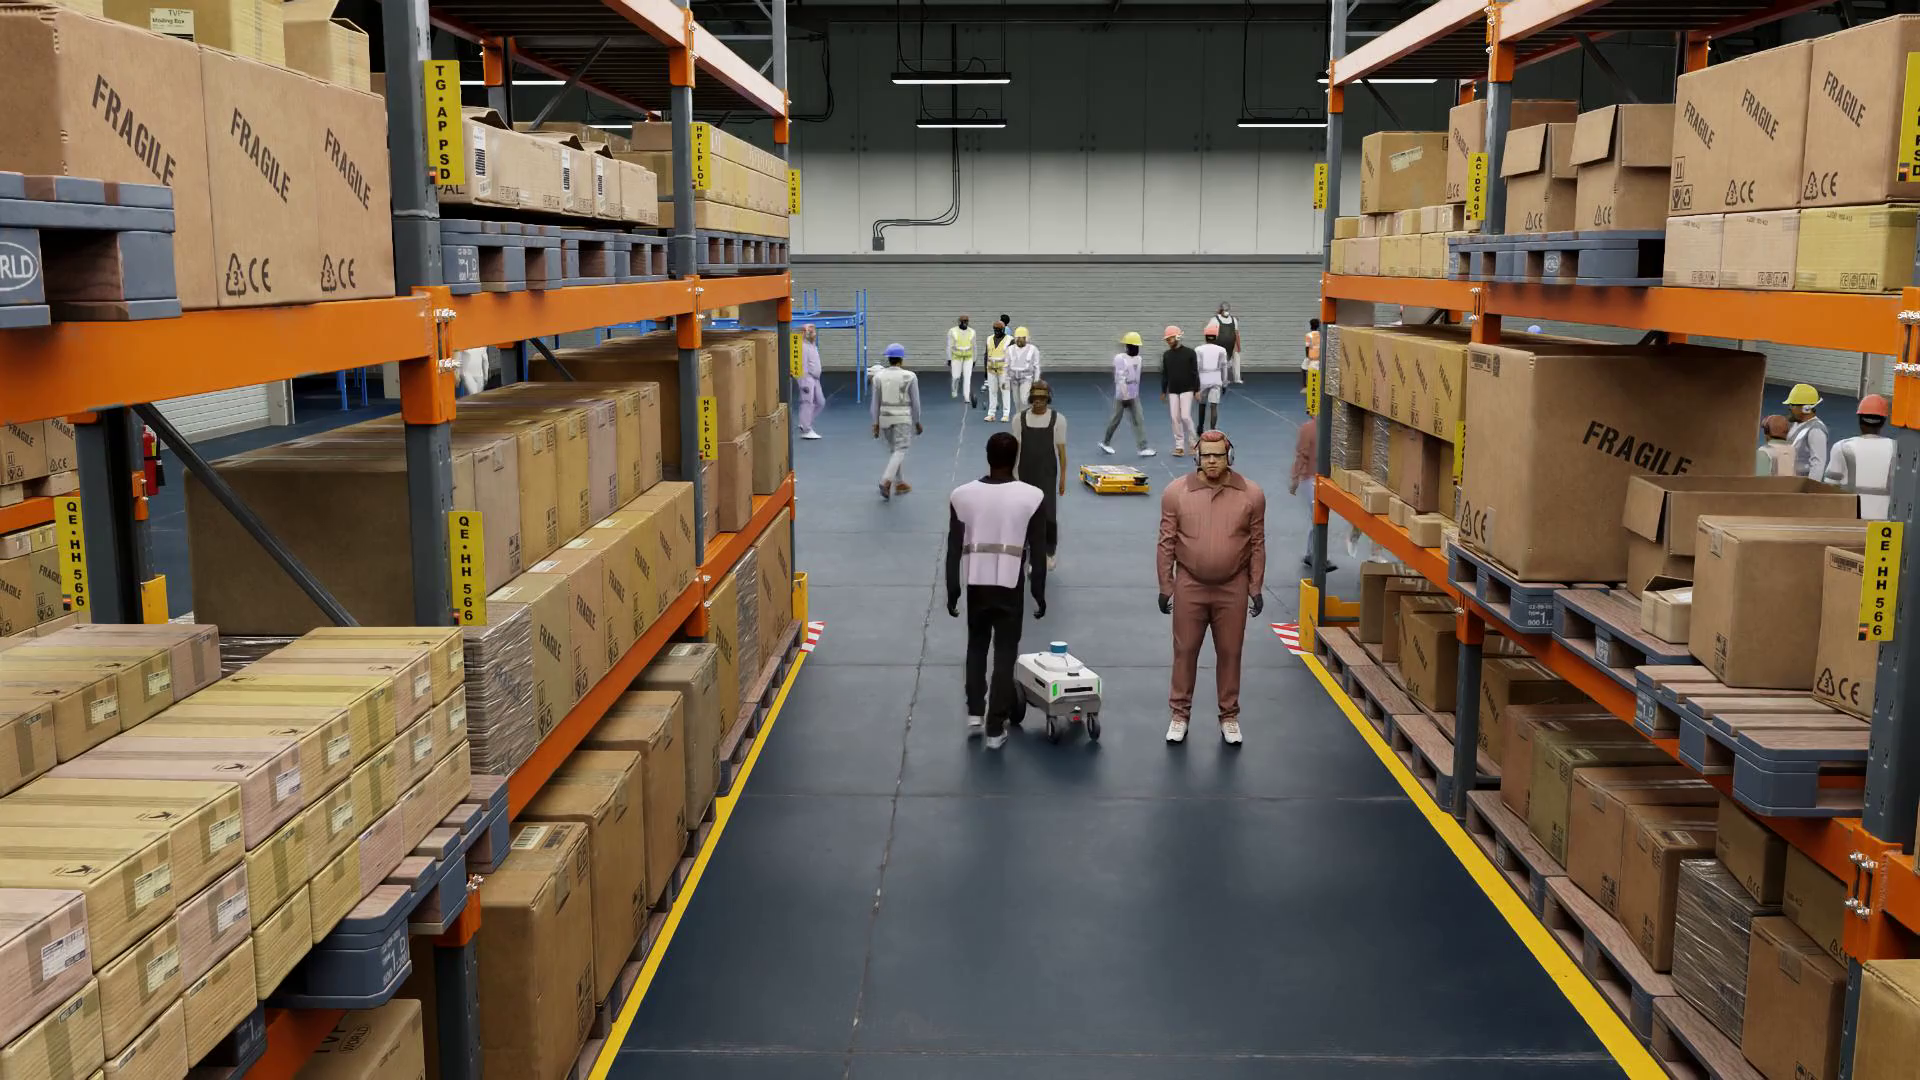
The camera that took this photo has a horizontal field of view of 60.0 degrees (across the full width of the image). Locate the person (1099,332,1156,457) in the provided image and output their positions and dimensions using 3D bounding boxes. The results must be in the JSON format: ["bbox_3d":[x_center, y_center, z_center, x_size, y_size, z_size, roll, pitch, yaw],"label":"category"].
[{"bbox_3d":[2.498,-2.198,25.054,0.584,1.875,1.001,-7,12,-37],"label":"person"}]

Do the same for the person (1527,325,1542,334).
[{"bbox_3d":[8.659,-2.267,25.191,0.614,1.949,0.378,5,11,27],"label":"person"}]

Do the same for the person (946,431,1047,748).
[{"bbox_3d":[0.217,0.293,10.113,0.596,1.881,0.543,3,10,16],"label":"person"}]

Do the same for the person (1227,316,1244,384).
[{"bbox_3d":[6.502,-4.579,40.028,0.676,1.610,0.519,8,12,39],"label":"person"}]

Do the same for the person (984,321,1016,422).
[{"bbox_3d":[0.715,-3.085,30.443,0.622,1.838,0.429,5,11,26],"label":"person"}]

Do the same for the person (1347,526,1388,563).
[{"bbox_3d":[3.992,-0.566,15.975,0.550,1.618,0.418,-3,10,-16],"label":"person"}]

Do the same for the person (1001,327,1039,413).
[{"bbox_3d":[0.987,-2.700,28.190,0.615,1.807,0.722,4,10,22],"label":"person"}]

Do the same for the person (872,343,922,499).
[{"bbox_3d":[-0.818,-1.481,20.621,0.603,1.914,0.924,5,11,26],"label":"person"}]

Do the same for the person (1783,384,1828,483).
[{"bbox_3d":[7.456,-0.472,14.800,0.404,1.828,0.603,1,10,9],"label":"person"}]

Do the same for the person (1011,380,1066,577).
[{"bbox_3d":[0.702,-0.569,15.379,0.542,1.829,0.394,2,10,11],"label":"person"}]

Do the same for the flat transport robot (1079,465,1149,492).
[{"bbox_3d":[1.991,-0.813,21.632,0.652,0.197,1.431,-1,9,-6],"label":"flat transport robot"}]

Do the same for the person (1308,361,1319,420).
[{"bbox_3d":[5.094,-1.877,23.133,0.550,1.852,1.021,0,9,-3],"label":"person"}]

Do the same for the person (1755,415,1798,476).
[{"bbox_3d":[6.923,-0.257,14.155,0.533,1.609,0.516,-4,10,-24],"label":"person"}]

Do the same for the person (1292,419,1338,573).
[{"bbox_3d":[3.439,-0.555,15.599,0.554,1.720,0.845,-3,10,-20],"label":"person"}]

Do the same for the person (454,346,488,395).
[{"bbox_3d":[-8.492,-2.842,28.793,0.876,1.911,0.631,8,12,40],"label":"person"}]

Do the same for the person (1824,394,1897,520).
[{"bbox_3d":[7.028,-0.181,12.958,0.572,1.900,0.949,2,10,10],"label":"person"}]

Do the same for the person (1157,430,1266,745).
[{"bbox_3d":[1.512,0.287,10.030,0.652,1.906,0.404,1,10,6],"label":"person"}]

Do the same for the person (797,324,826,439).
[{"bbox_3d":[-2.464,-2.612,27.414,0.433,1.895,0.670,2,10,11],"label":"person"}]

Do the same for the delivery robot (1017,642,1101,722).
[{"bbox_3d":[0.615,0.878,10.372,0.477,0.478,0.707,-3,10,-17],"label":"delivery robot"}]

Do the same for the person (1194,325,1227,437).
[{"bbox_3d":[4.071,-2.562,27.146,0.574,1.881,0.992,0,9,1],"label":"person"}]

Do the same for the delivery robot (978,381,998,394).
[{"bbox_3d":[0.536,-3.065,33.216,0.335,0.223,0.698,-2,10,-14],"label":"delivery robot"}]

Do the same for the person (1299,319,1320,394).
[{"bbox_3d":[7.701,-3.998,36.389,0.541,1.677,0.650,-4,10,-20],"label":"person"}]

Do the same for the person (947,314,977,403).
[{"bbox_3d":[0.046,-3.787,34.666,0.644,1.827,0.571,-2,10,-10],"label":"person"}]

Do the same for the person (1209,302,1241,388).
[{"bbox_3d":[6.188,-4.517,38.528,0.687,2.000,0.976,-4,10,-22],"label":"person"}]

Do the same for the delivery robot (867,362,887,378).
[{"bbox_3d":[-1.941,-3.960,39.354,0.477,0.478,0.707,-4,11,-24],"label":"delivery robot"}]

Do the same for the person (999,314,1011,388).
[{"bbox_3d":[1.044,-4.391,38.680,0.318,1.696,0.532,2,10,11],"label":"person"}]

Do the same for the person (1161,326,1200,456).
[{"bbox_3d":[3.322,-2.231,24.989,0.694,1.960,0.419,9,13,42],"label":"person"}]

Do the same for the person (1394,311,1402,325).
[{"bbox_3d":[9.383,-3.918,34.892,0.636,2.009,0.924,7,12,38],"label":"person"}]
